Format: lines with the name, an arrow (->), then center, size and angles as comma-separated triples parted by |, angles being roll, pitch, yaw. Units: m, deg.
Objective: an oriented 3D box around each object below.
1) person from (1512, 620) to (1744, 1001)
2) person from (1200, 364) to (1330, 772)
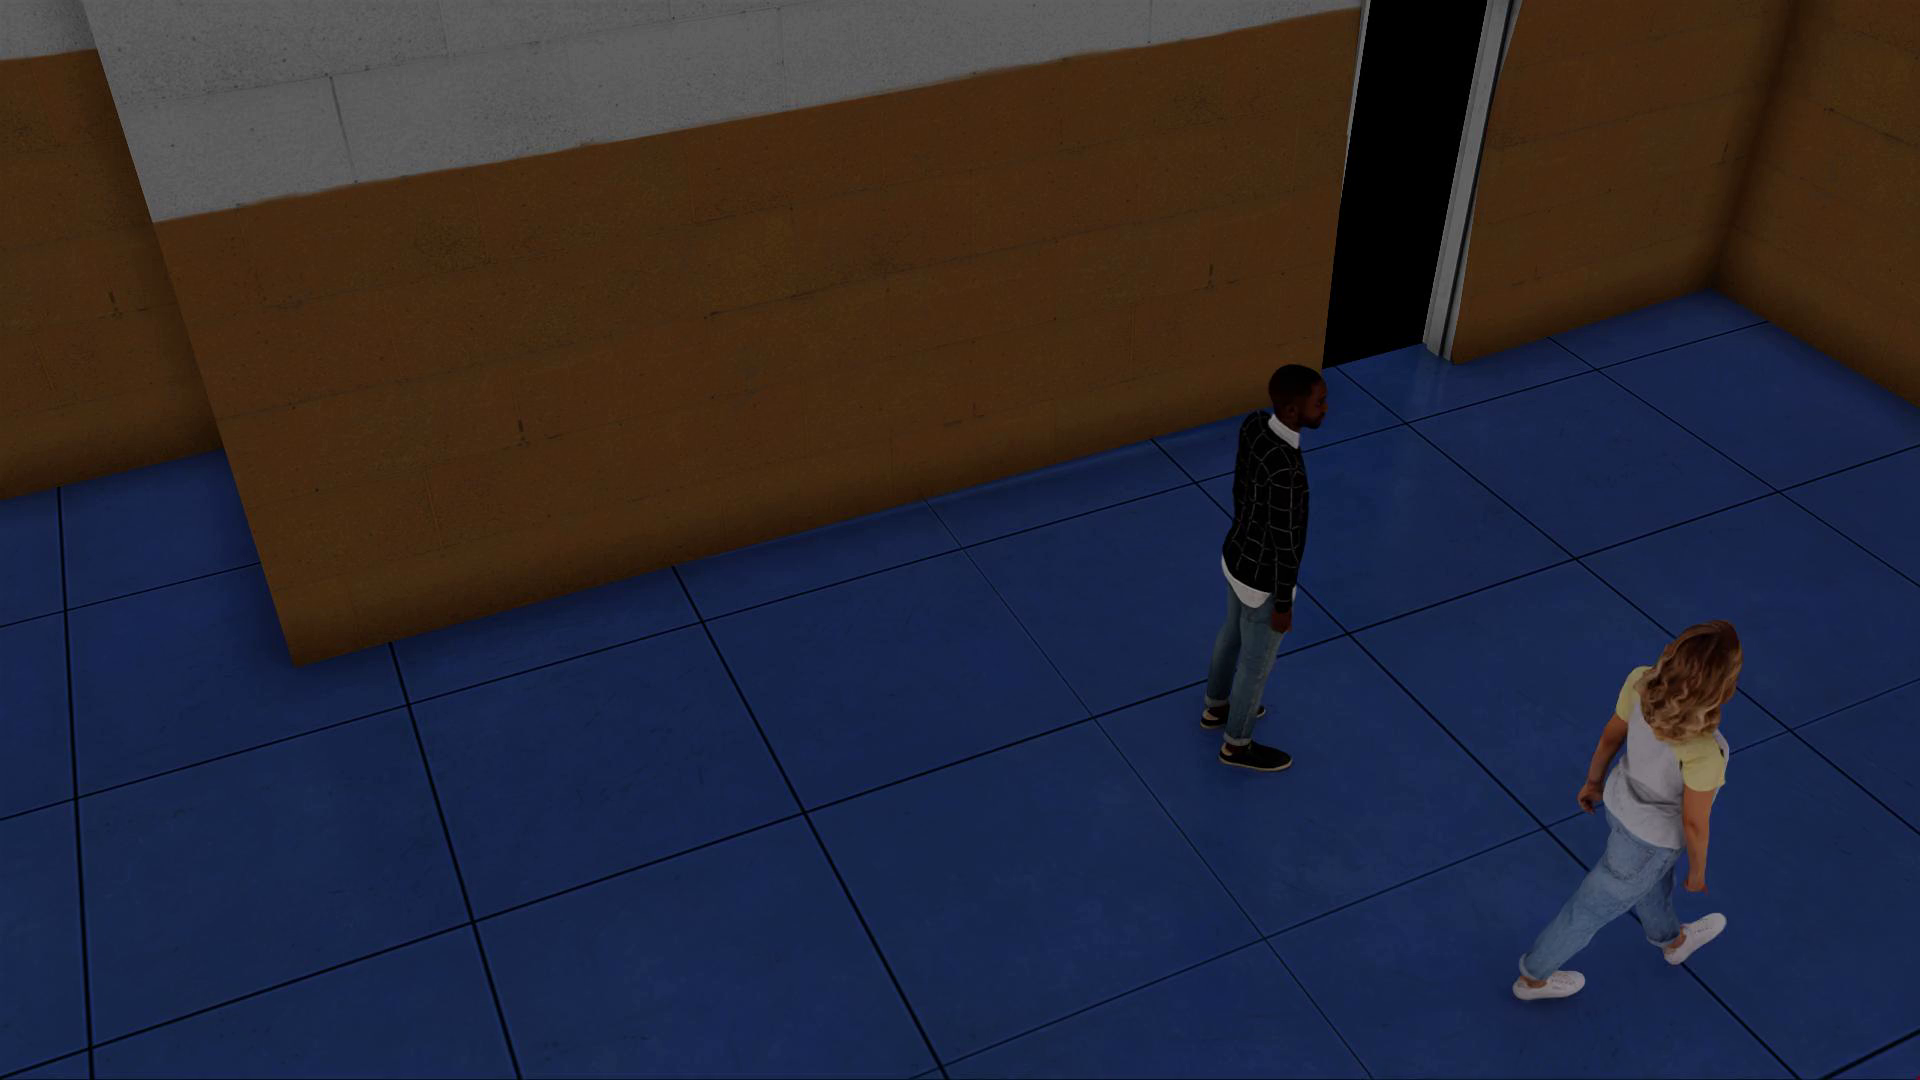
person -> 2.157, 0.973, 5.479 | 0.886, 1.693, 1.073 | -6, 37, -8
person -> 1.168, 0.109, 6.538 | 0.781, 1.820, 0.607 | -5, 37, -7
